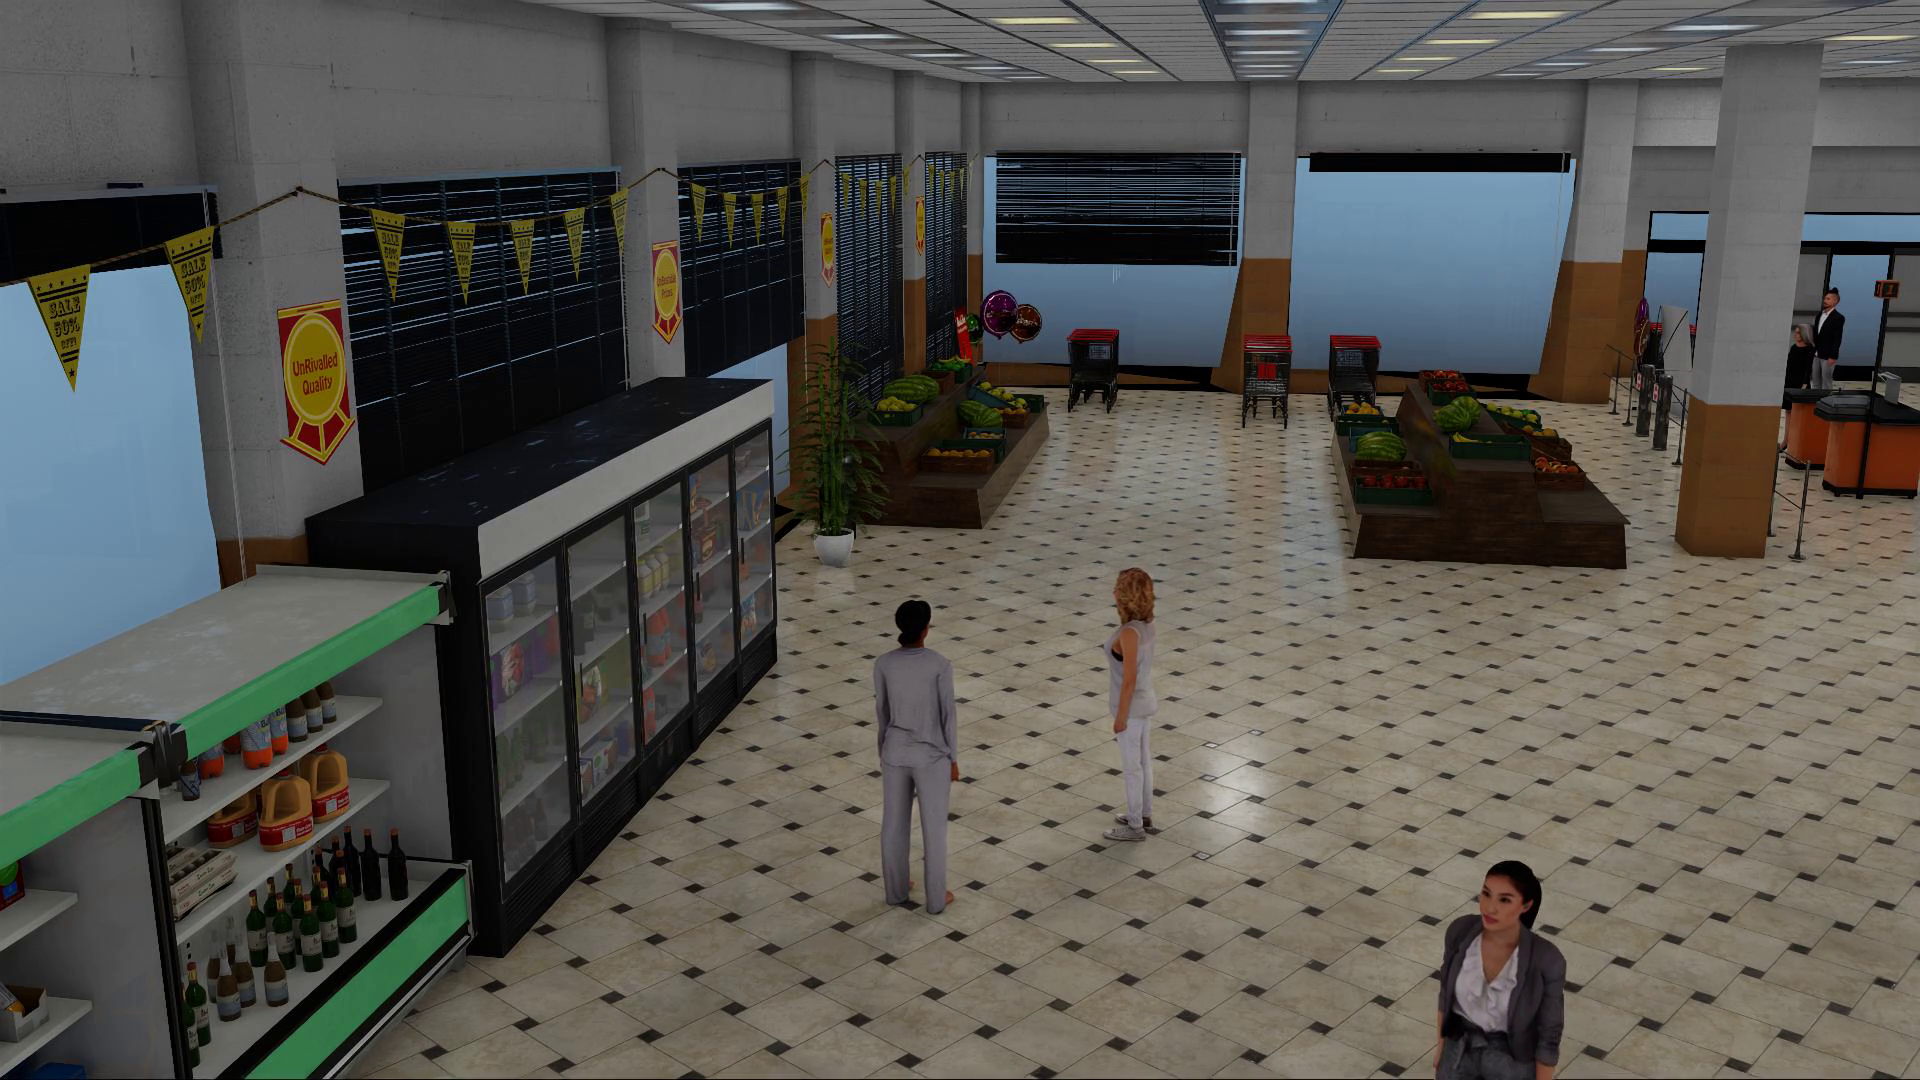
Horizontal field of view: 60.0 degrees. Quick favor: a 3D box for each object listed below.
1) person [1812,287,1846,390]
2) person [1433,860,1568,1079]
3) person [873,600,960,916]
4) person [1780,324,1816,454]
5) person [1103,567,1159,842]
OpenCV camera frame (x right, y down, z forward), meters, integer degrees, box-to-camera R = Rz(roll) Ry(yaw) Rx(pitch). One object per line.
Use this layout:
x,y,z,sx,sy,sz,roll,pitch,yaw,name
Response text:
13.090,-2.845,25.145,0.845,1.949,0.689,-3,14,-13,person
1.982,1.926,6.097,0.864,1.654,0.969,11,17,38,person
-0.241,1.171,9.041,0.665,1.735,0.616,5,15,20,person
11.110,-2.005,22.112,0.748,1.746,0.631,-3,14,-12,person
1.041,0.979,9.970,0.706,1.670,0.544,5,15,21,person
